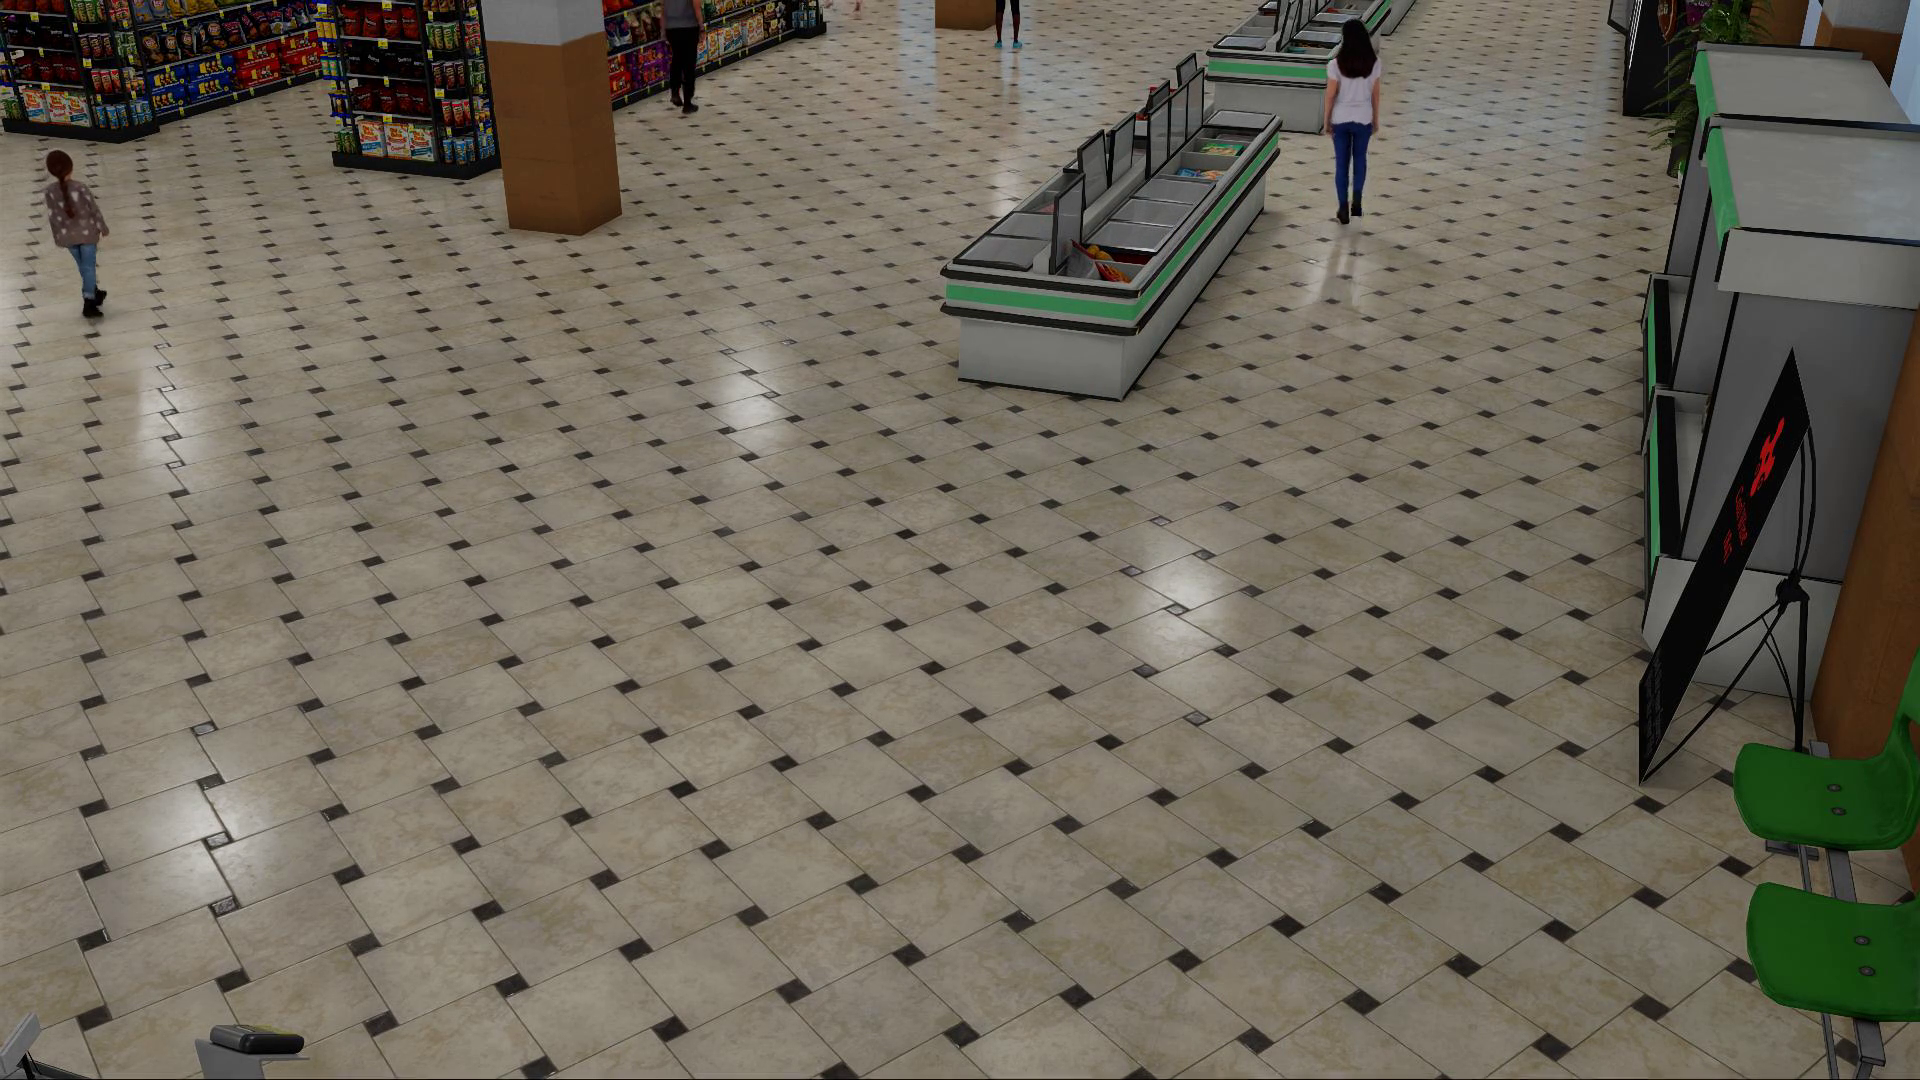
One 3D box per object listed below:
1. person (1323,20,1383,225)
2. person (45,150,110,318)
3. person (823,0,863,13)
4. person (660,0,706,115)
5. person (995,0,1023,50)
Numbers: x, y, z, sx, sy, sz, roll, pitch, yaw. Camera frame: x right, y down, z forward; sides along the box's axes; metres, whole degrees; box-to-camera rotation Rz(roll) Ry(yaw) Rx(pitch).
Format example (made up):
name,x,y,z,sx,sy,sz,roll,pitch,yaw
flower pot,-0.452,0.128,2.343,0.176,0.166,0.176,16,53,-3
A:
name,x,y,z,sx,sy,sz,roll,pitch,yaw
person,3.252,-3.411,13.787,0.713,1.669,0.719,2,27,4
person,-6.299,-2.162,11.870,0.700,1.175,0.892,-2,27,-4
person,-1.618,-8.233,23.196,1.148,1.759,1.054,-20,33,-34
person,-2.998,-5.412,17.652,0.628,1.742,0.592,9,28,18
person,0.604,-7.107,21.013,0.615,1.724,0.616,3,27,6
